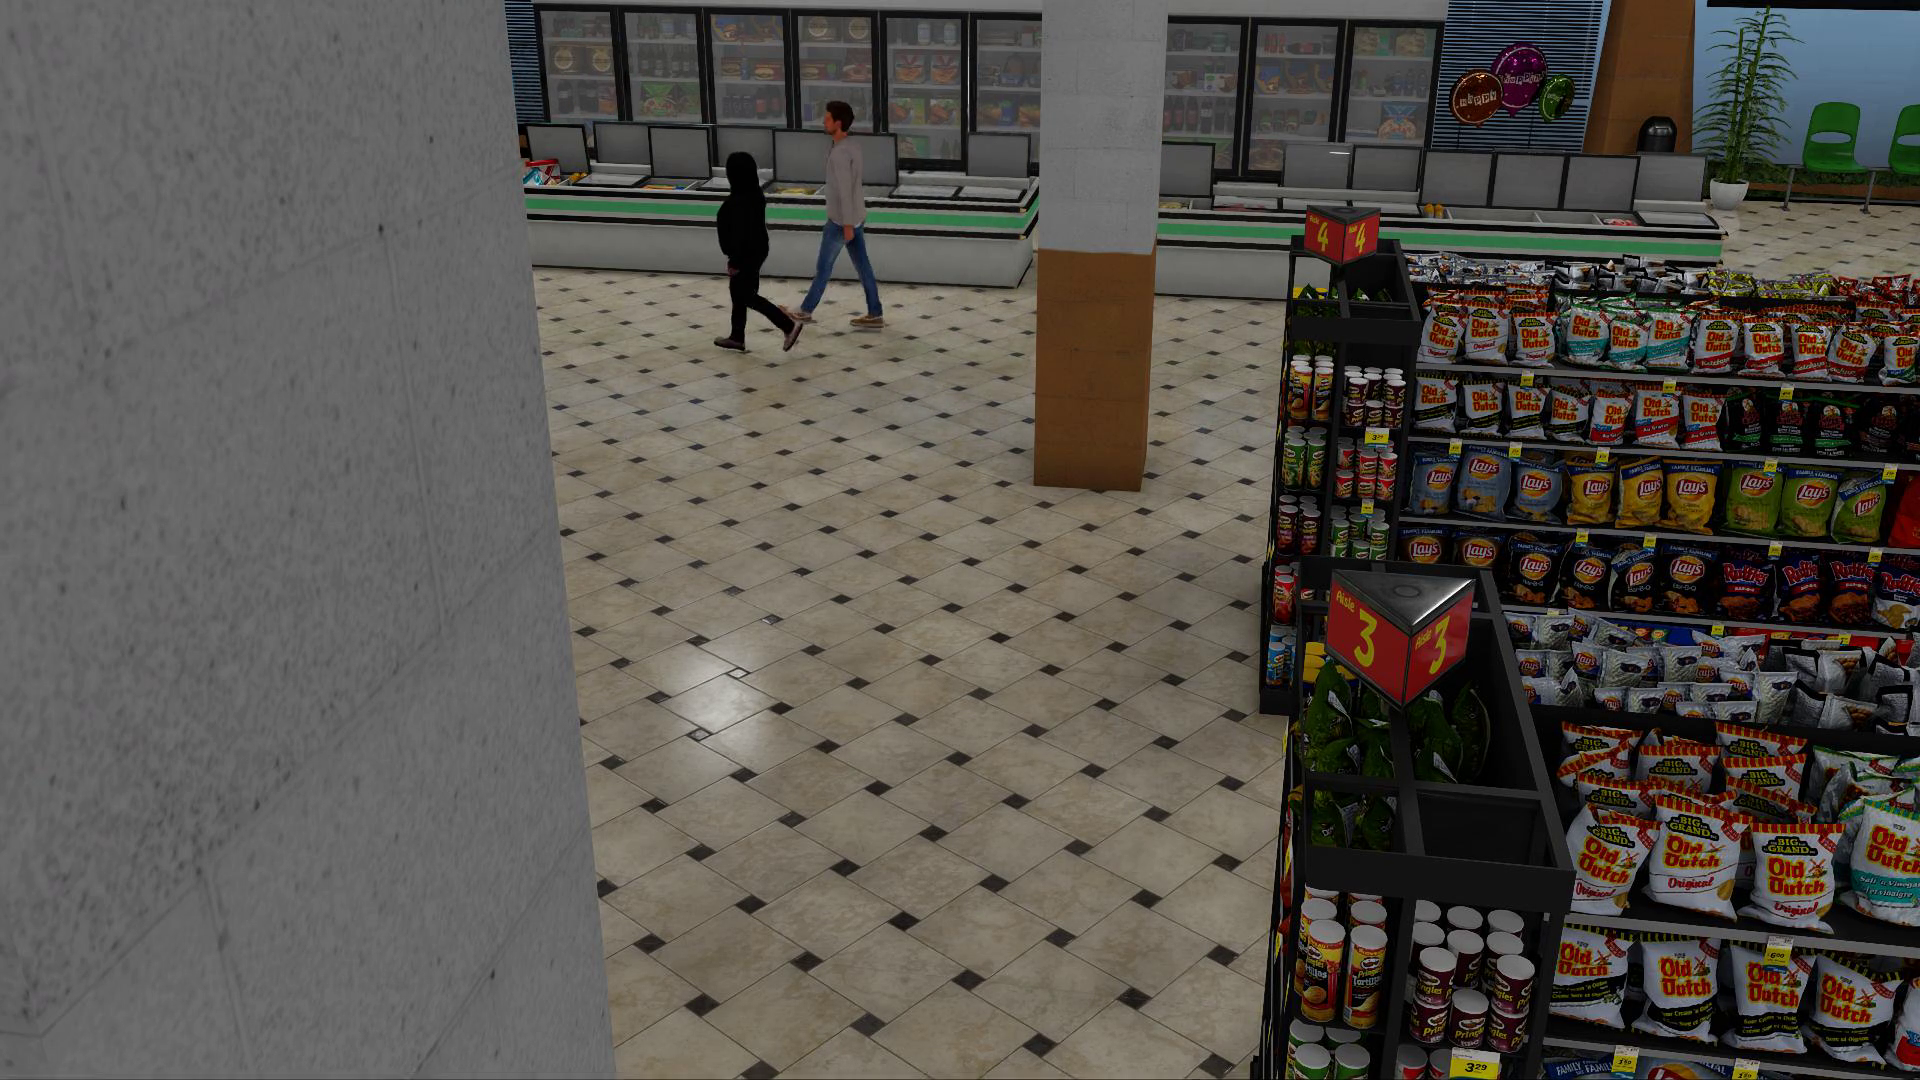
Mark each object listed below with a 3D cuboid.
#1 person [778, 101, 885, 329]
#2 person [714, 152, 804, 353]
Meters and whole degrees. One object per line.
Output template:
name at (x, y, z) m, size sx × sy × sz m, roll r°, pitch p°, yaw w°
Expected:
person at (-0.847, -2.619, 13.671) m, size 1.100 × 1.866 × 0.695 m, roll 4°, pitch 24°, yaw 8°
person at (-1.613, -2.238, 13.133) m, size 1.008 × 1.599 × 0.698 m, roll 2°, pitch 24°, yaw 4°
